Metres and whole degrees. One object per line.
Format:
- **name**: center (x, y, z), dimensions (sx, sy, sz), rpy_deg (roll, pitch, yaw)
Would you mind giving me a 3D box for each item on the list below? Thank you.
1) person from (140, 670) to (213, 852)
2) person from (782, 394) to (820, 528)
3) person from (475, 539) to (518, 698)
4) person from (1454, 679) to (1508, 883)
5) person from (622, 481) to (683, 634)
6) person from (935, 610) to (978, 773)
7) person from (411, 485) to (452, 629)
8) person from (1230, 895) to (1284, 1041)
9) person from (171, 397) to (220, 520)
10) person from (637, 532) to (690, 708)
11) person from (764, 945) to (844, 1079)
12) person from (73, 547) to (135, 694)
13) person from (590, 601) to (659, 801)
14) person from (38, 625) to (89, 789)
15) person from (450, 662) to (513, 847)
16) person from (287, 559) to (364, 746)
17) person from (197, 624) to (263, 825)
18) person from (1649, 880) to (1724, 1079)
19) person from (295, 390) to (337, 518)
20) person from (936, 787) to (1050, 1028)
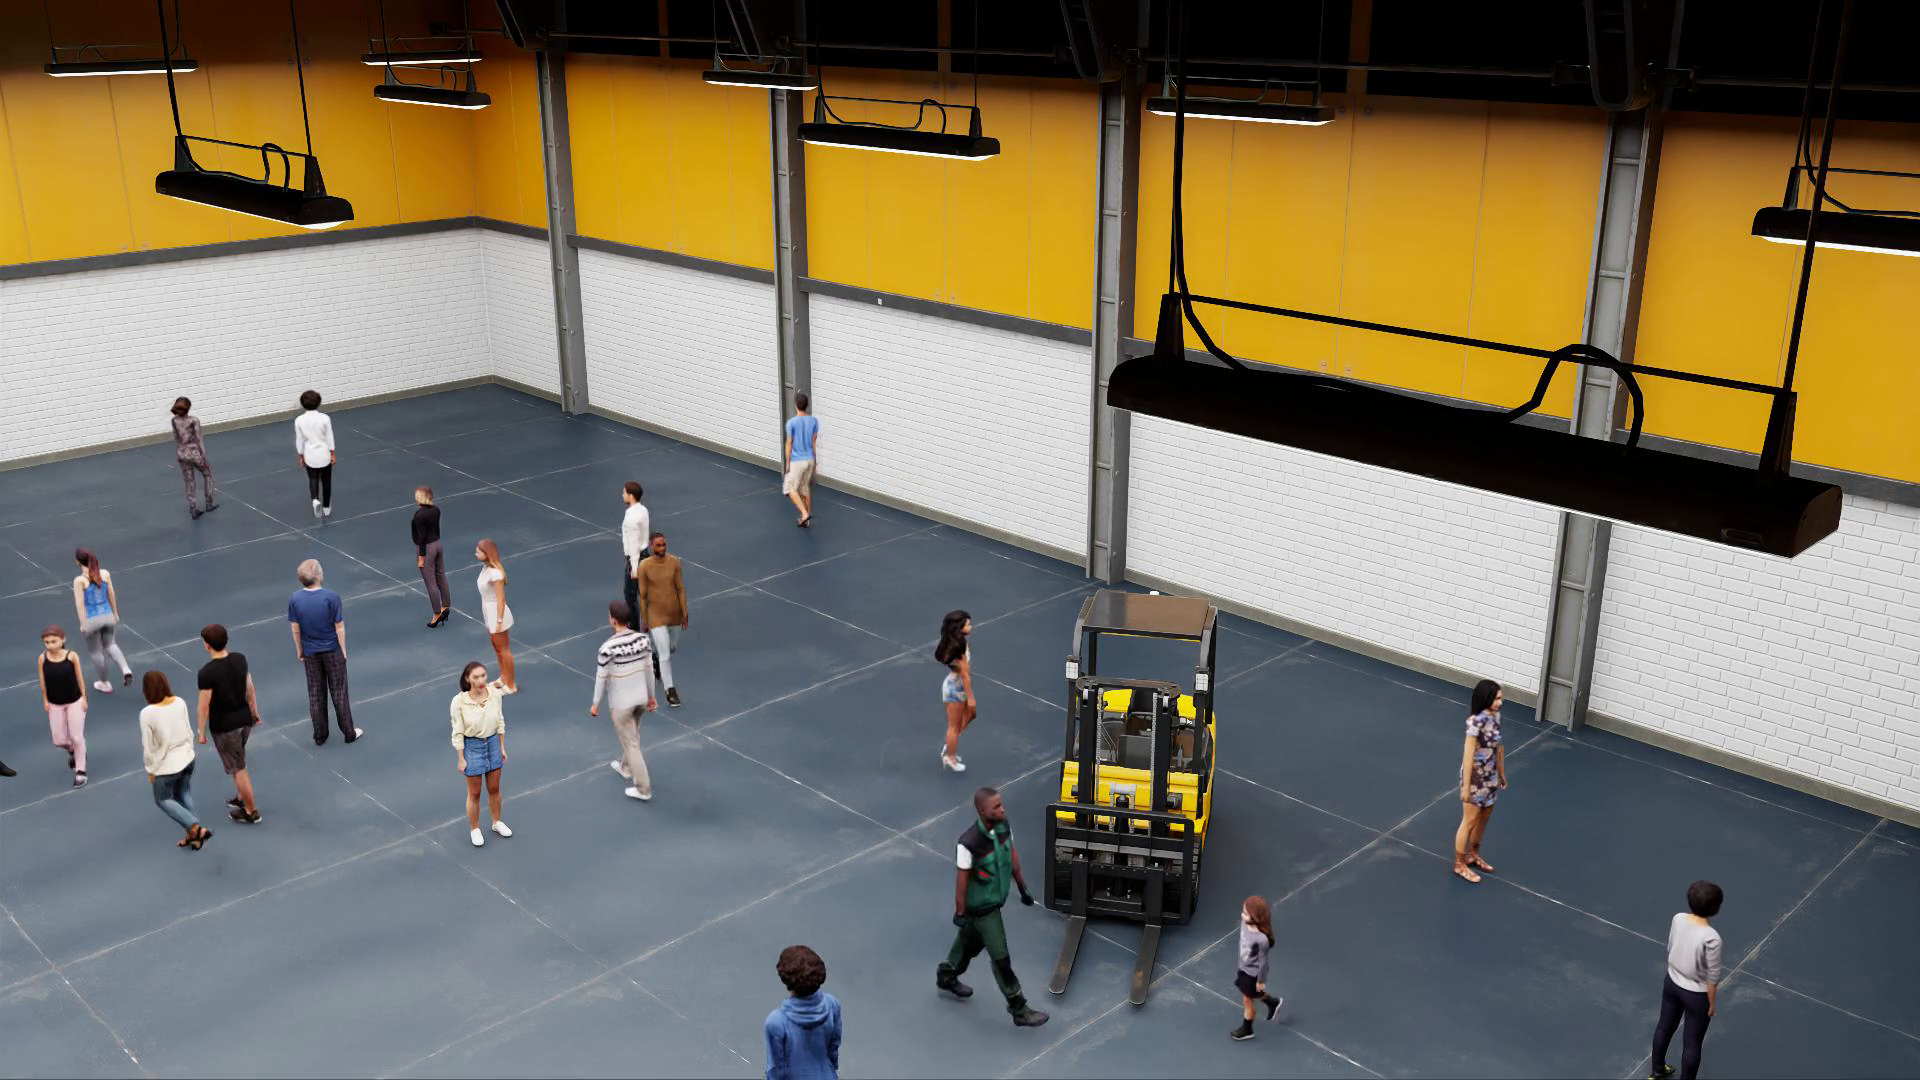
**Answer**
- **person**: center (-6.571, 1.902, 13.972), dimensions (0.853, 1.662, 0.778), rpy_deg (11, 21, 29)
- **person**: center (-2.093, -1.028, 22.379), dimensions (0.740, 1.849, 0.840), rpy_deg (-12, 22, -31)
- **person**: center (-4.802, 0.784, 17.240), dimensions (0.688, 1.695, 0.564), rpy_deg (-10, 21, -27)
- **person**: center (4.272, 1.957, 13.694), dimensions (0.603, 1.735, 0.510), rpy_deg (-18, 25, -42)
- **person**: center (-3.505, 0.260, 18.562), dimensions (1.139, 1.846, 1.038), rpy_deg (2, 19, 5)
- **person**: center (-0.099, 1.424, 15.466), dimensions (0.768, 1.614, 0.708), rpy_deg (0, 19, -1)
- **person**: center (-6.068, 0.178, 19.079), dimensions (0.710, 1.670, 0.689), rpy_deg (4, 19, 12)
- **person**: center (2.100, 2.981, 11.662), dimensions (0.686, 1.092, 0.680), rpy_deg (-7, 20, -20)
- **person**: center (-10.608, -1.106, 22.854), dimensions (0.840, 1.695, 0.886), rpy_deg (2, 19, 5)
- **person**: center (-3.083, 0.766, 17.138), dimensions (0.813, 1.795, 1.156), rpy_deg (-11, 22, -30)
- **person**: center (-0.885, 3.253, 9.761), dimensions (0.826, 1.790, 0.969), rpy_deg (-10, 21, -28)
- **person**: center (-8.872, 0.854, 17.188), dimensions (0.866, 1.596, 0.677), rpy_deg (11, 21, 29)
- **person**: center (-2.934, 1.476, 14.966), dimensions (1.011, 1.834, 0.748), rpy_deg (14, 23, 36)
- **person**: center (-8.236, 1.492, 15.363), dimensions (0.725, 1.552, 0.862), rpy_deg (-5, 19, -15)
- **person**: center (-4.115, 1.811, 14.291), dimensions (0.652, 1.631, 0.580), rpy_deg (-15, 24, -37)
- **person**: center (-6.160, 1.082, 16.082), dimensions (0.737, 1.870, 0.778), rpy_deg (-1, 19, -3)
- **person**: center (-6.293, 1.621, 14.510), dimensions (0.849, 1.851, 0.829), rpy_deg (7, 20, 21)
- **person**: center (4.821, 2.959, 11.006), dimensions (0.668, 1.552, 0.532), rpy_deg (-8, 20, -22)
- **person**: center (-8.833, -1.157, 22.846), dimensions (0.892, 1.796, 1.042), rpy_deg (-5, 19, -15)
- **person**: center (0.103, 2.562, 11.816), dimensions (1.279, 1.788, 0.894), rpy_deg (11, 22, 29)
